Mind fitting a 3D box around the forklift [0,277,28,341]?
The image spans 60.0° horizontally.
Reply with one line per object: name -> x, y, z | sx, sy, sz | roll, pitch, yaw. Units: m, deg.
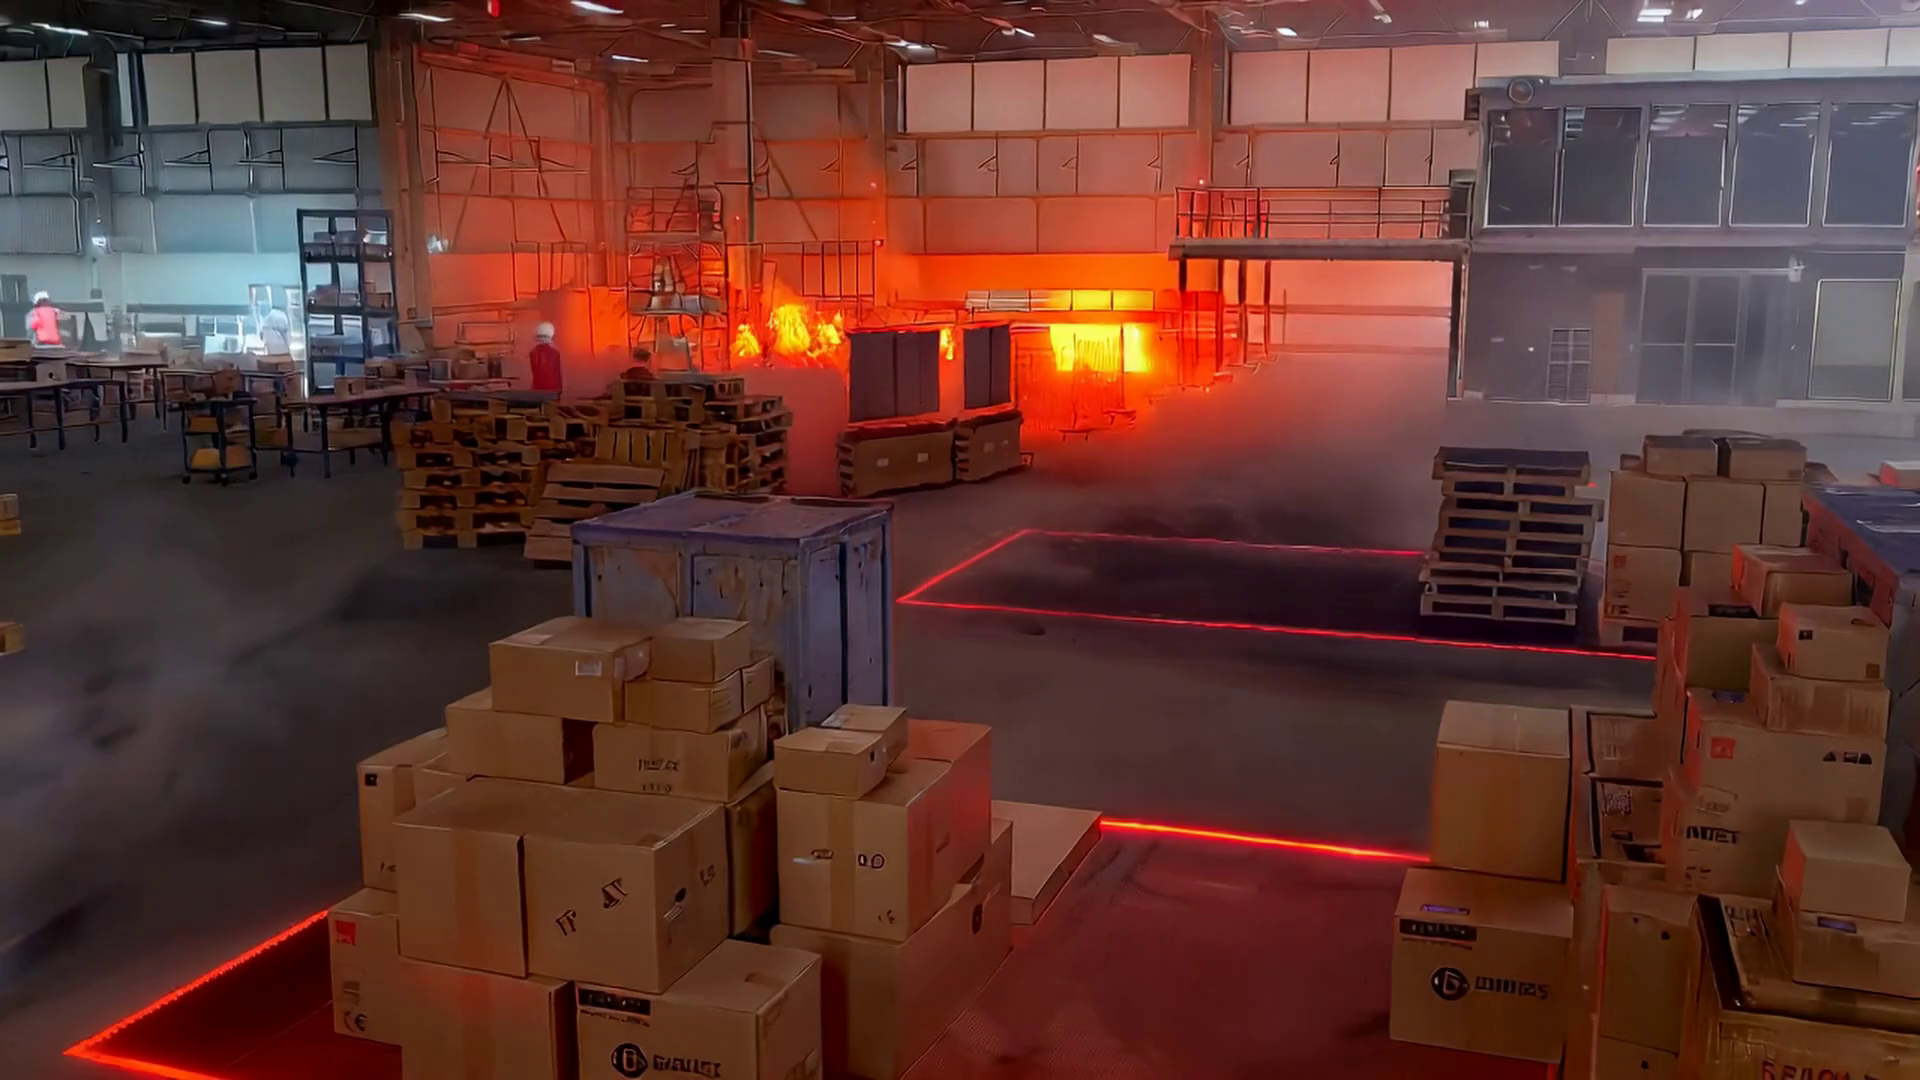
forklift -> -27.151, -6.329, 46.328 | 1.157, 1.987, 2.680 | 3, 11, 17

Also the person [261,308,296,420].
person -> -11.882, -3.067, 28.989 | 0.342, 1.942, 0.552 | 4, 11, 20

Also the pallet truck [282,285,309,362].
pallet truck -> -17.147, -5.700, 43.663 | 0.823, 1.965, 1.885 | 3, 11, 17

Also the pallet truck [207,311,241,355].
pallet truck -> -19.537, -5.575, 44.913 | 0.653, 1.274, 1.630 | 3, 11, 19

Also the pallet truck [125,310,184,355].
pallet truck -> -22.038, -5.665, 45.457 | 0.704, 1.261, 1.522 | 3, 11, 17

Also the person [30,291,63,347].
person -> -19.960, -4.412, 36.312 | 0.422, 2.028, 0.639 | 6, 12, 31

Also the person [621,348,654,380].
person -> -4.255, -1.677, 21.937 | 0.496, 1.676, 0.928 | 2, 10, 9

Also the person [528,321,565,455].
person -> -5.809, -2.063, 23.226 | 0.630, 1.975, 0.757 | 9, 13, 40

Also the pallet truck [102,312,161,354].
pallet truck -> -23.057, -5.777, 46.261 | 0.680, 1.201, 1.601 | 3, 11, 19

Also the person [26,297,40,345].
person -> -22.699, -5.107, 40.980 | 0.313, 1.767, 0.523 | 6, 12, 29

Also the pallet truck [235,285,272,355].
pallet truck -> -18.327, -5.835, 44.421 | 0.823, 1.965, 1.885 | 4, 11, 23
